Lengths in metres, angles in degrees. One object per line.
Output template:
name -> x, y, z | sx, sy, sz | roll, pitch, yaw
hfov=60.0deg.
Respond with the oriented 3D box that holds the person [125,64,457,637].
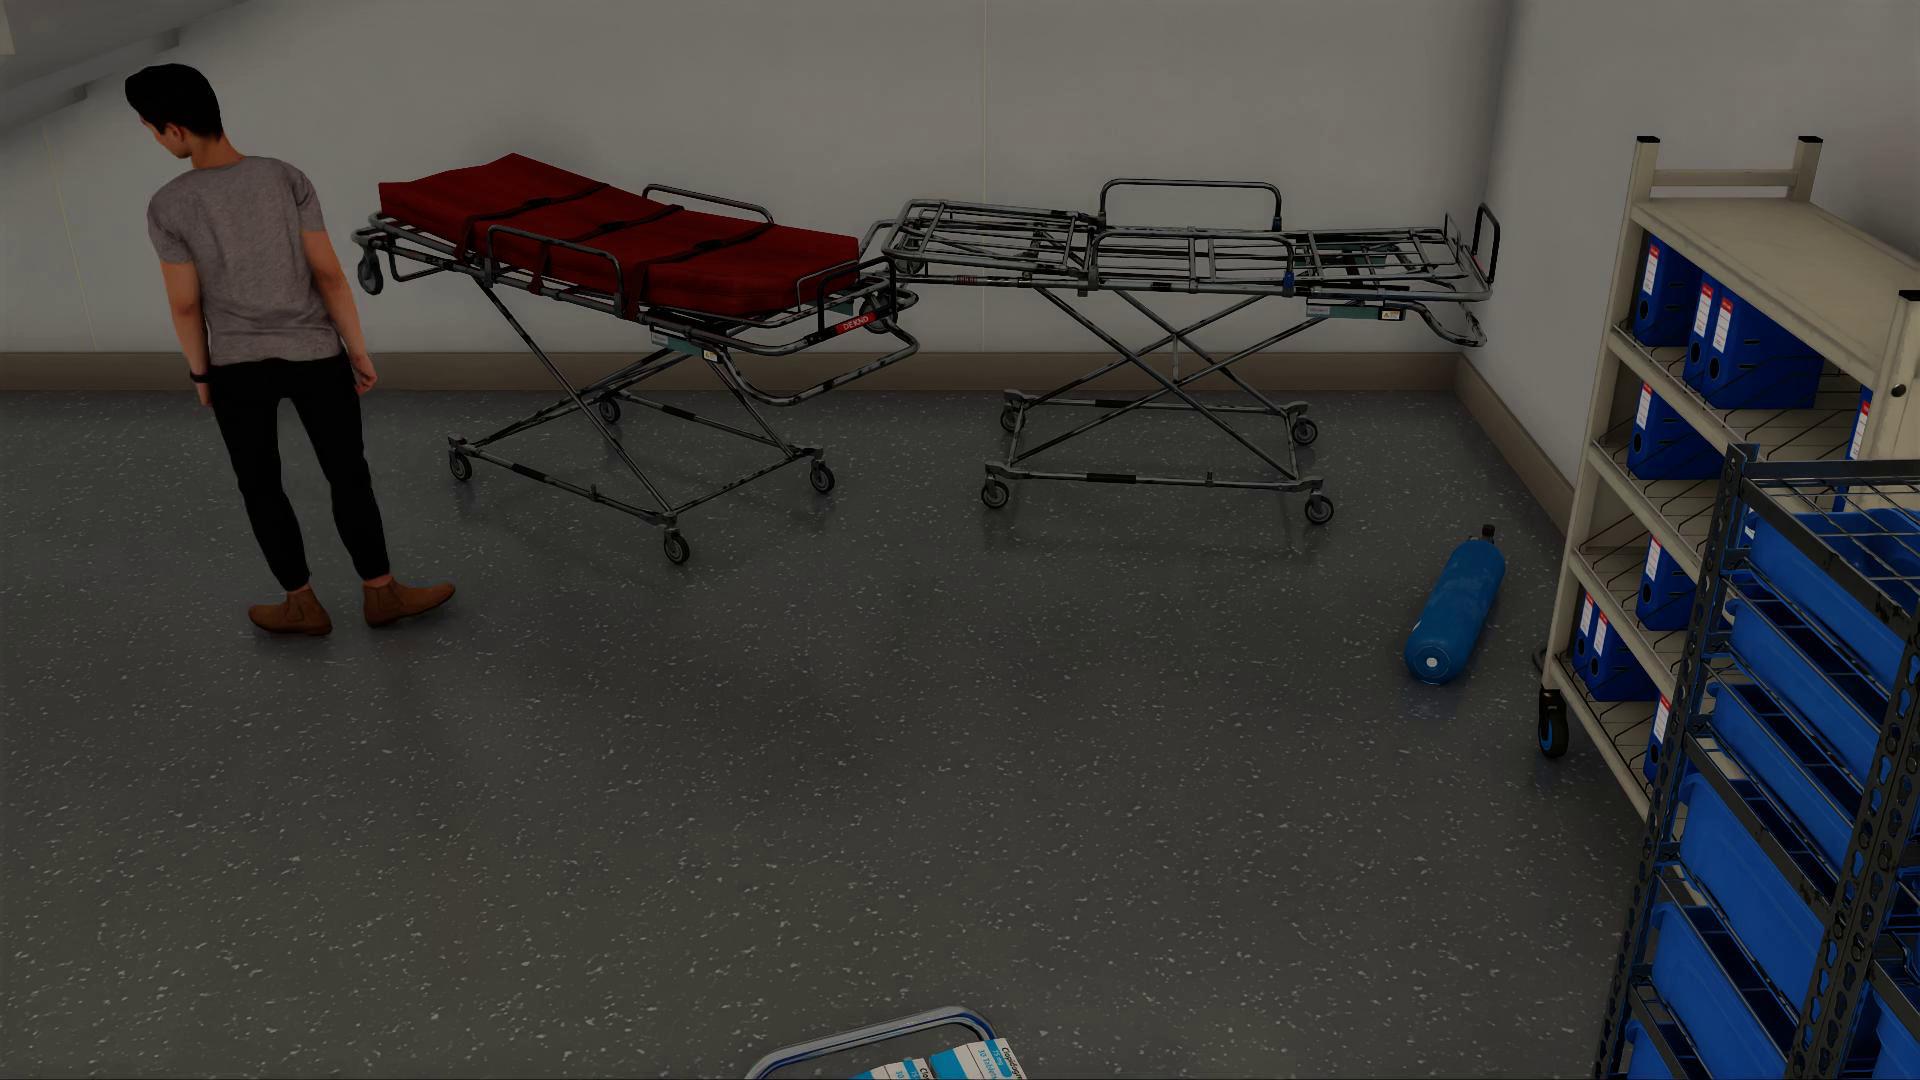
person -> -1.911, -0.505, 4.780 | 0.657, 1.684, 0.912 | -5, 26, -11
